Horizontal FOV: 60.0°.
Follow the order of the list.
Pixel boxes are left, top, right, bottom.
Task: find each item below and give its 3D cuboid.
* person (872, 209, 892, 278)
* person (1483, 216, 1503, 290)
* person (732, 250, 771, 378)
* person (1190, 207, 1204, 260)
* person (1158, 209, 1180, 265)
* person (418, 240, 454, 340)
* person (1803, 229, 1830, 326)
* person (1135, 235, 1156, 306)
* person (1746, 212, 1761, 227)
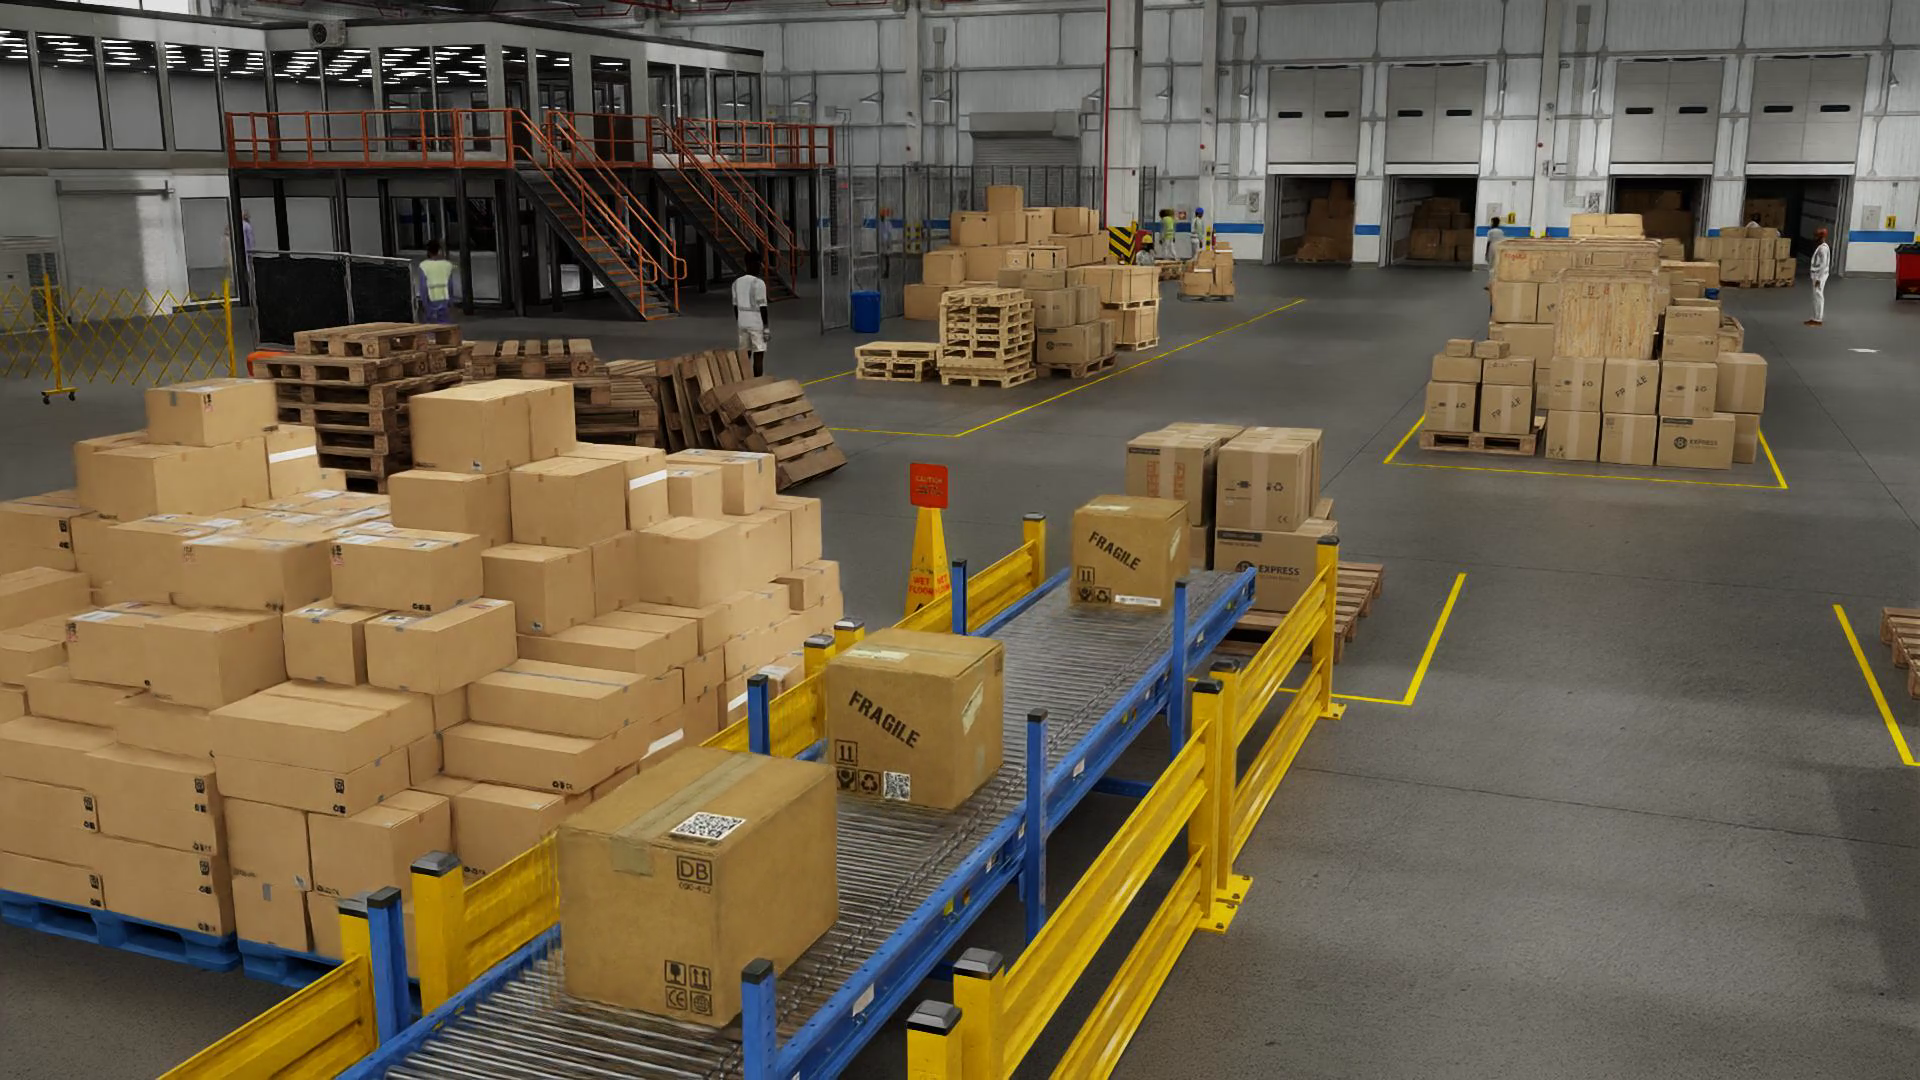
[{"bbox_3d":[-2.185,-8.316,46.665,0.551,1.921,0.445,4,13,16],"label":"person"},{"bbox_3d":[13.425,-7.199,41.795,0.514,1.857,0.559,-6,14,-26],"label":"person"},{"bbox_3d":[-2.733,-2.824,21.930,0.625,1.963,0.364,11,16,39],"label":"person"},{"bbox_3d":[6.824,-8.582,47.804,0.394,1.942,0.601,-3,13,-15],"label":"person"},{"bbox_3d":[6.498,-9.352,51.605,0.706,1.800,0.696,11,16,39],"label":"person"},{"bbox_3d":[-8.336,-3.806,26.455,0.523,1.903,0.625,11,17,41],"label":"person"},{"bbox_3d":[16.659,-5.088,32.265,0.346,1.881,0.578,6,14,24],"label":"person"},{"bbox_3d":[3.654,-5.103,32.649,0.488,1.744,0.296,-9,15,-35],"label":"person"},{"bbox_3d":[21.807,-8.068,45.725,0.429,1.845,0.621,2,13,10],"label":"person"}]
